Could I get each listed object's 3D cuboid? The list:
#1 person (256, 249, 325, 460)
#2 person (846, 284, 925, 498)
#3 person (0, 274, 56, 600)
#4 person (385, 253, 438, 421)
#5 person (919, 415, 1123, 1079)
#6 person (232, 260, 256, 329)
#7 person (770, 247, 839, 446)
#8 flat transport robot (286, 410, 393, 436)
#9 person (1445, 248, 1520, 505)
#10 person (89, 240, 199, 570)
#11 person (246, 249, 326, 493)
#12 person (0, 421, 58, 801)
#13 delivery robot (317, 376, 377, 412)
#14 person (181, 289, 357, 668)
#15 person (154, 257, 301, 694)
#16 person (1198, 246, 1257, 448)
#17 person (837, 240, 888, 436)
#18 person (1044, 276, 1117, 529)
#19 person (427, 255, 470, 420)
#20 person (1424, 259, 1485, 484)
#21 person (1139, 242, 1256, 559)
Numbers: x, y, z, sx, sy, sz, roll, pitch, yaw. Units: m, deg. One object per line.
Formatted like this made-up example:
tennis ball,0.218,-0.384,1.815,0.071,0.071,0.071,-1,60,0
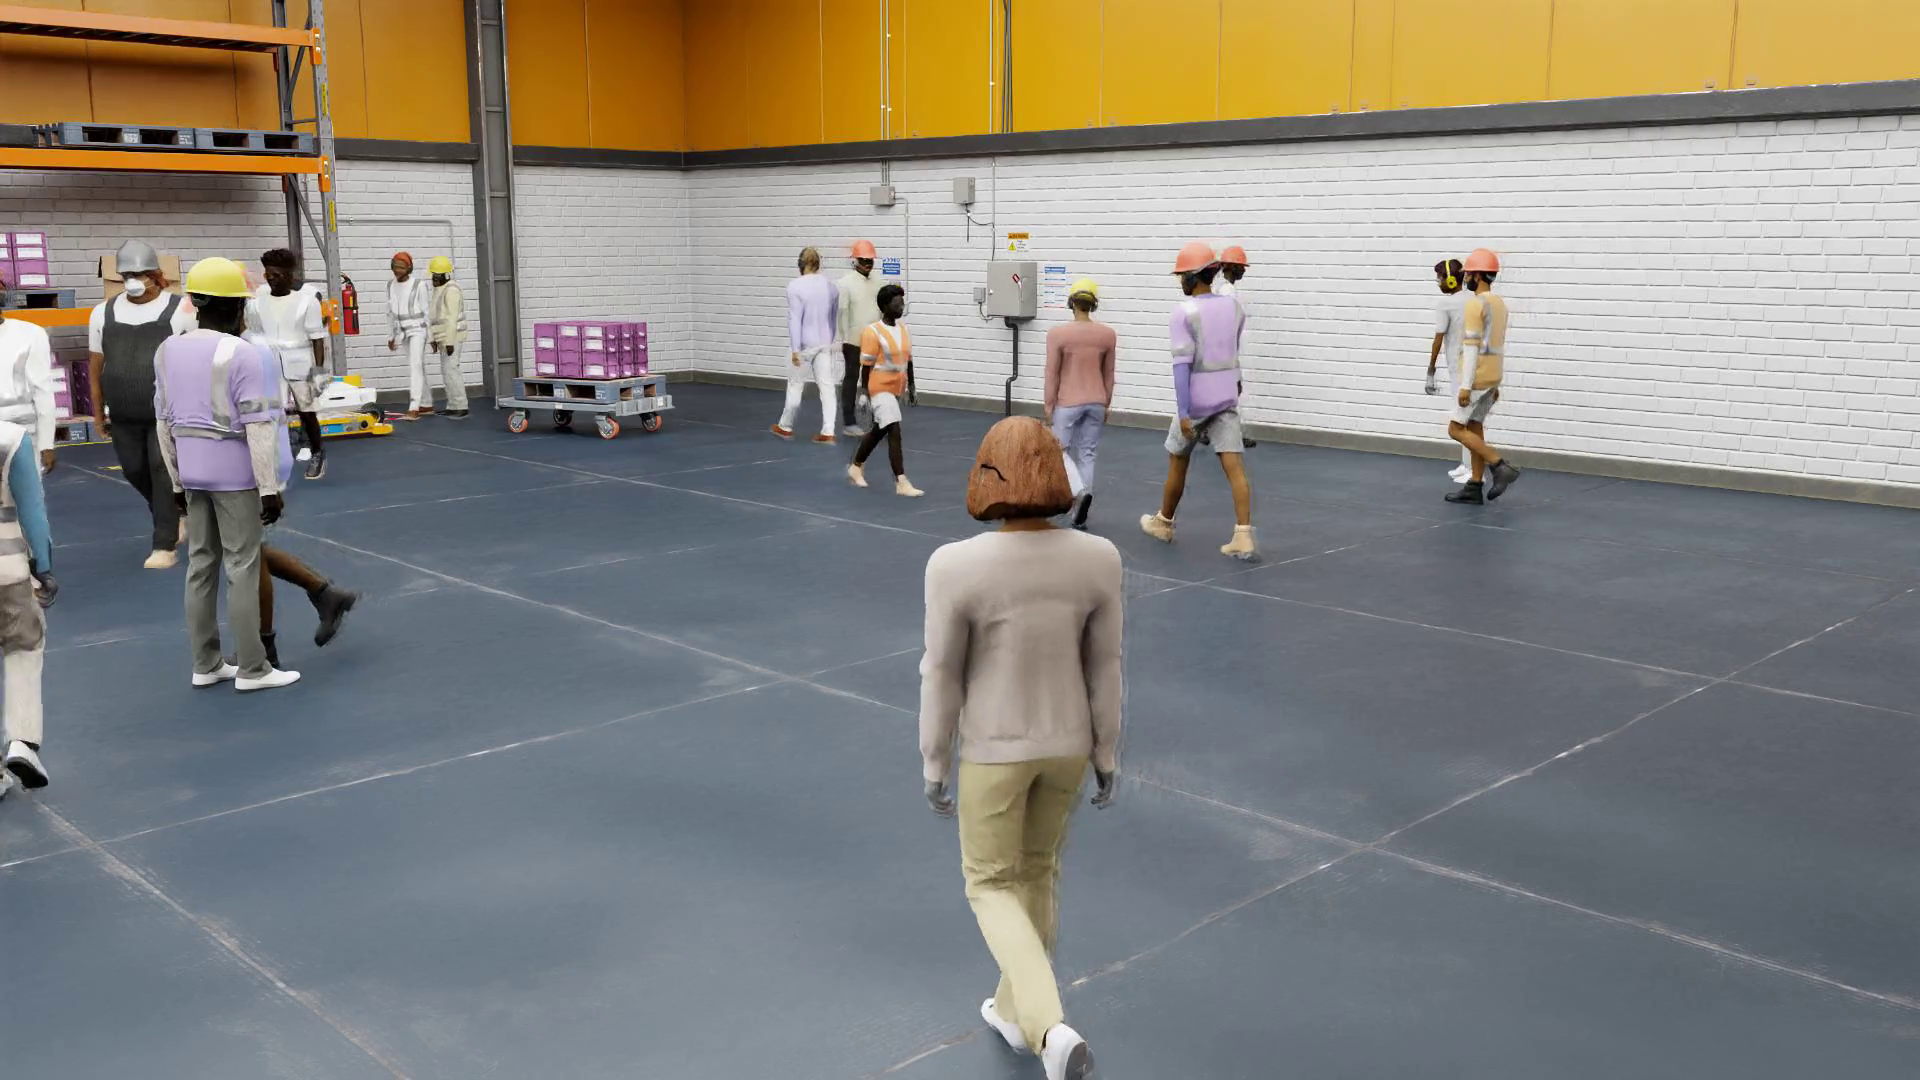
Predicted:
person,-5.969,-1.616,14.753,0.628,1.888,0.818,0,10,-1
person,-0.621,-1.183,13.070,0.872,1.653,0.544,7,13,35
person,-5.073,-0.507,8.781,0.580,1.861,0.652,-3,11,-14
person,-6.095,-2.257,18.461,0.632,1.840,0.715,6,12,29
person,0.173,0.521,3.899,0.496,1.613,0.667,-4,11,-21
person,-6.698,-1.691,15.432,0.672,1.797,0.539,-3,11,-14
person,-1.506,-1.888,16.222,0.647,1.892,0.978,-9,14,-40
flat transport robot,-6.462,-1.126,16.514,0.652,0.197,1.431,10,14,42
person,3.908,-1.198,12.375,0.525,1.927,0.553,8,13,39
person,-5.026,-0.883,10.358,0.686,2.000,0.888,-1,10,-5
person,-5.402,-1.384,13.430,0.611,1.927,1.005,-1,10,-6
person,-3.506,0.139,5.906,0.528,1.619,0.366,-5,11,-24
delivery robot,-6.466,-1.465,17.333,0.477,0.478,0.707,9,14,40
person,-3.220,-0.335,7.744,0.656,1.904,0.571,-7,13,-35
person,-3.265,-0.283,7.395,0.593,1.925,0.384,4,11,22
person,2.510,-1.811,15.731,0.625,1.922,0.599,1,10,5
person,-0.936,-1.997,16.626,0.649,1.964,0.745,-9,14,-40
person,0.840,-0.915,11.349,0.531,1.746,0.551,-3,11,-17
person,-5.668,-2.237,18.388,0.406,1.811,0.694,-5,12,-26
person,4.101,-1.364,13.554,0.533,1.829,0.582,-7,12,-33
person,1.544,-0.888,10.583,0.621,1.983,1.091,-5,12,-27
